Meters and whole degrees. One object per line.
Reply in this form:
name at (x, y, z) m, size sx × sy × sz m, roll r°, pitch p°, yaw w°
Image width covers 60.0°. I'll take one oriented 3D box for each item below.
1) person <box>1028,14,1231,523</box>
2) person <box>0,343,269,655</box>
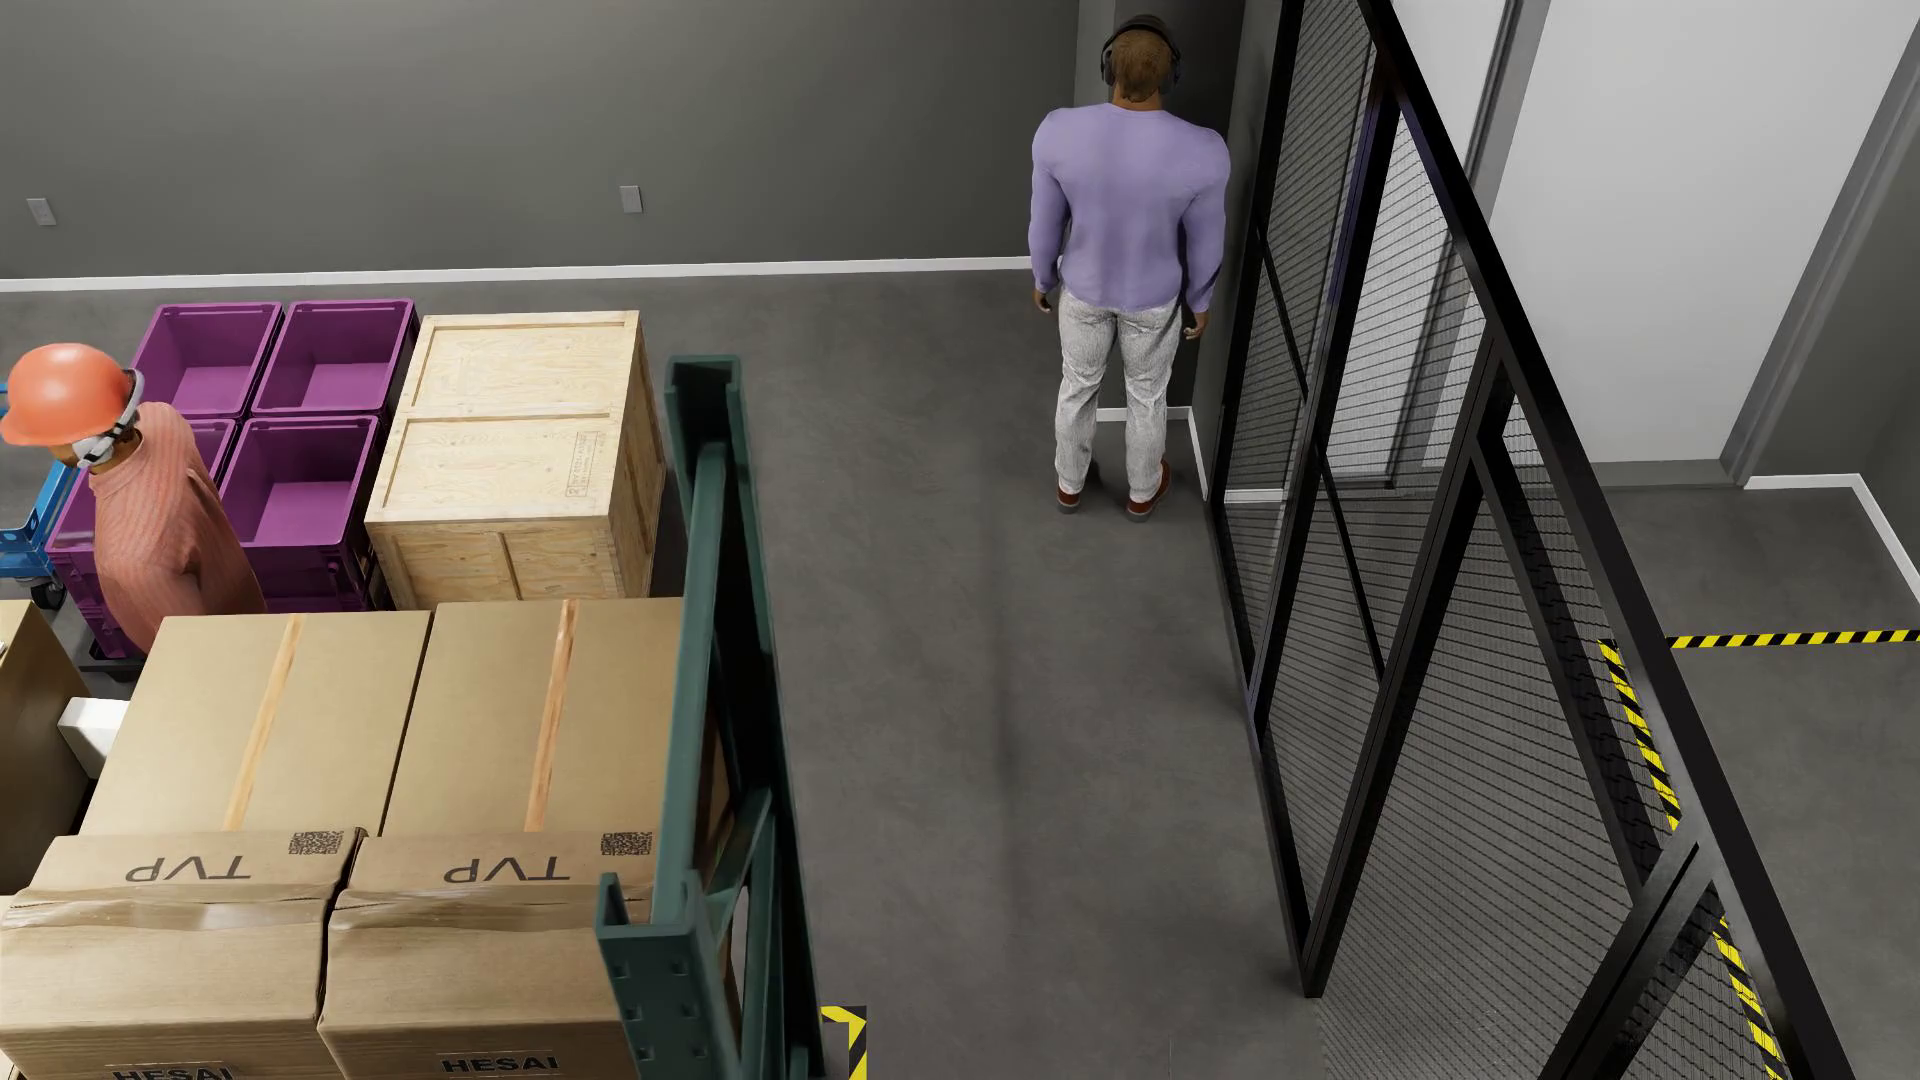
person at (0.541, -0.844, 5.562) m, size 0.635 × 1.938 × 0.352 m, roll 10°, pitch 47°, yaw 9°
person at (-2.039, 0.254, 4.477) m, size 0.379 × 1.994 × 0.611 m, roll -12°, pitch 48°, yaw -12°
